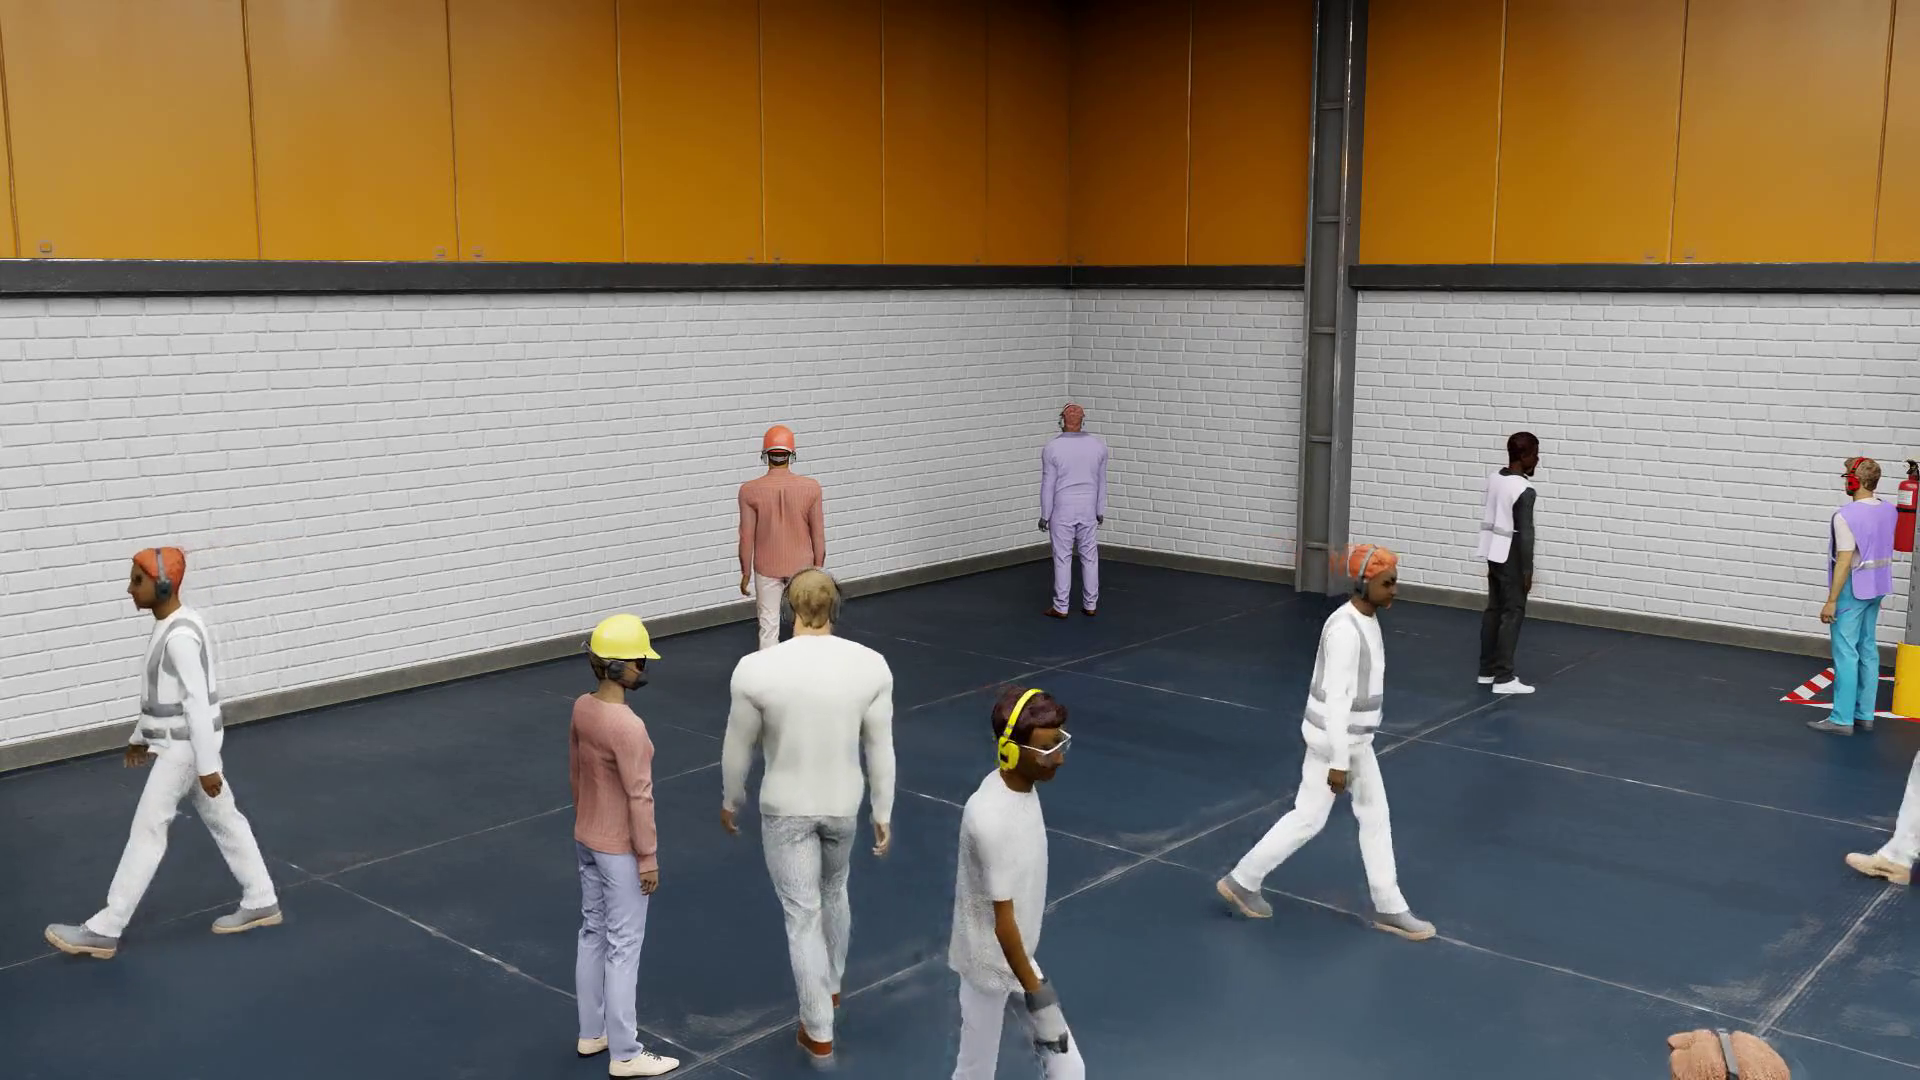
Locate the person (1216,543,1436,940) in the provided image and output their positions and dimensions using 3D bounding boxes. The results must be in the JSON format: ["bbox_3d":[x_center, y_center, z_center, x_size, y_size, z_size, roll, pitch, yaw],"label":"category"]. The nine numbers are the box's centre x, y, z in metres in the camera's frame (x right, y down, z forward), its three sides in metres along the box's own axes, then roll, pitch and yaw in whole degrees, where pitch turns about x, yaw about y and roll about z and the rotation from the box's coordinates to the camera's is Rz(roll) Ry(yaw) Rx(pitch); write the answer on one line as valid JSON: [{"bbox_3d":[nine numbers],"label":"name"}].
[{"bbox_3d":[1.698,0.911,7.676,0.965,1.838,0.629,5,10,26],"label":"person"}]

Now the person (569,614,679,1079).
[{"bbox_3d":[-1.292,1.154,6.338,0.321,1.765,0.533,-7,11,-37],"label":"person"}]

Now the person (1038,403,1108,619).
[{"bbox_3d":[0.986,-0.254,14.729,0.637,1.910,0.406,-3,10,-21],"label":"person"}]

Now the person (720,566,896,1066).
[{"bbox_3d":[-0.628,1.038,6.588,0.641,1.907,0.820,-4,10,-22],"label":"person"}]

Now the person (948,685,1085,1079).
[{"bbox_3d":[0.256,1.328,5.050,0.907,1.824,0.542,3,10,18],"label":"person"}]

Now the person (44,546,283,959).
[{"bbox_3d":[-3.587,0.938,7.471,0.986,1.827,0.584,-4,10,-23],"label":"person"}]

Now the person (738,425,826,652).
[{"bbox_3d":[-1.240,0.198,11.614,0.608,1.996,0.381,-2,9,-14],"label":"person"}]

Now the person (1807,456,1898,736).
[{"bbox_3d":[5.925,0.373,10.981,0.574,1.843,0.375,-5,10,-30],"label":"person"}]

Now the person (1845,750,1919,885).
[{"bbox_3d":[4.738,0.859,8.037,0.847,1.807,0.658,5,10,30],"label":"person"}]

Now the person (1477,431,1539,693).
[{"bbox_3d":[3.996,0.161,12.116,0.393,1.912,0.594,-1,9,-7],"label":"person"}]

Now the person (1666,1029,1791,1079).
[{"bbox_3d":[1.464,1.718,3.180,0.353,1.627,0.529,9,13,44],"label":"person"}]
